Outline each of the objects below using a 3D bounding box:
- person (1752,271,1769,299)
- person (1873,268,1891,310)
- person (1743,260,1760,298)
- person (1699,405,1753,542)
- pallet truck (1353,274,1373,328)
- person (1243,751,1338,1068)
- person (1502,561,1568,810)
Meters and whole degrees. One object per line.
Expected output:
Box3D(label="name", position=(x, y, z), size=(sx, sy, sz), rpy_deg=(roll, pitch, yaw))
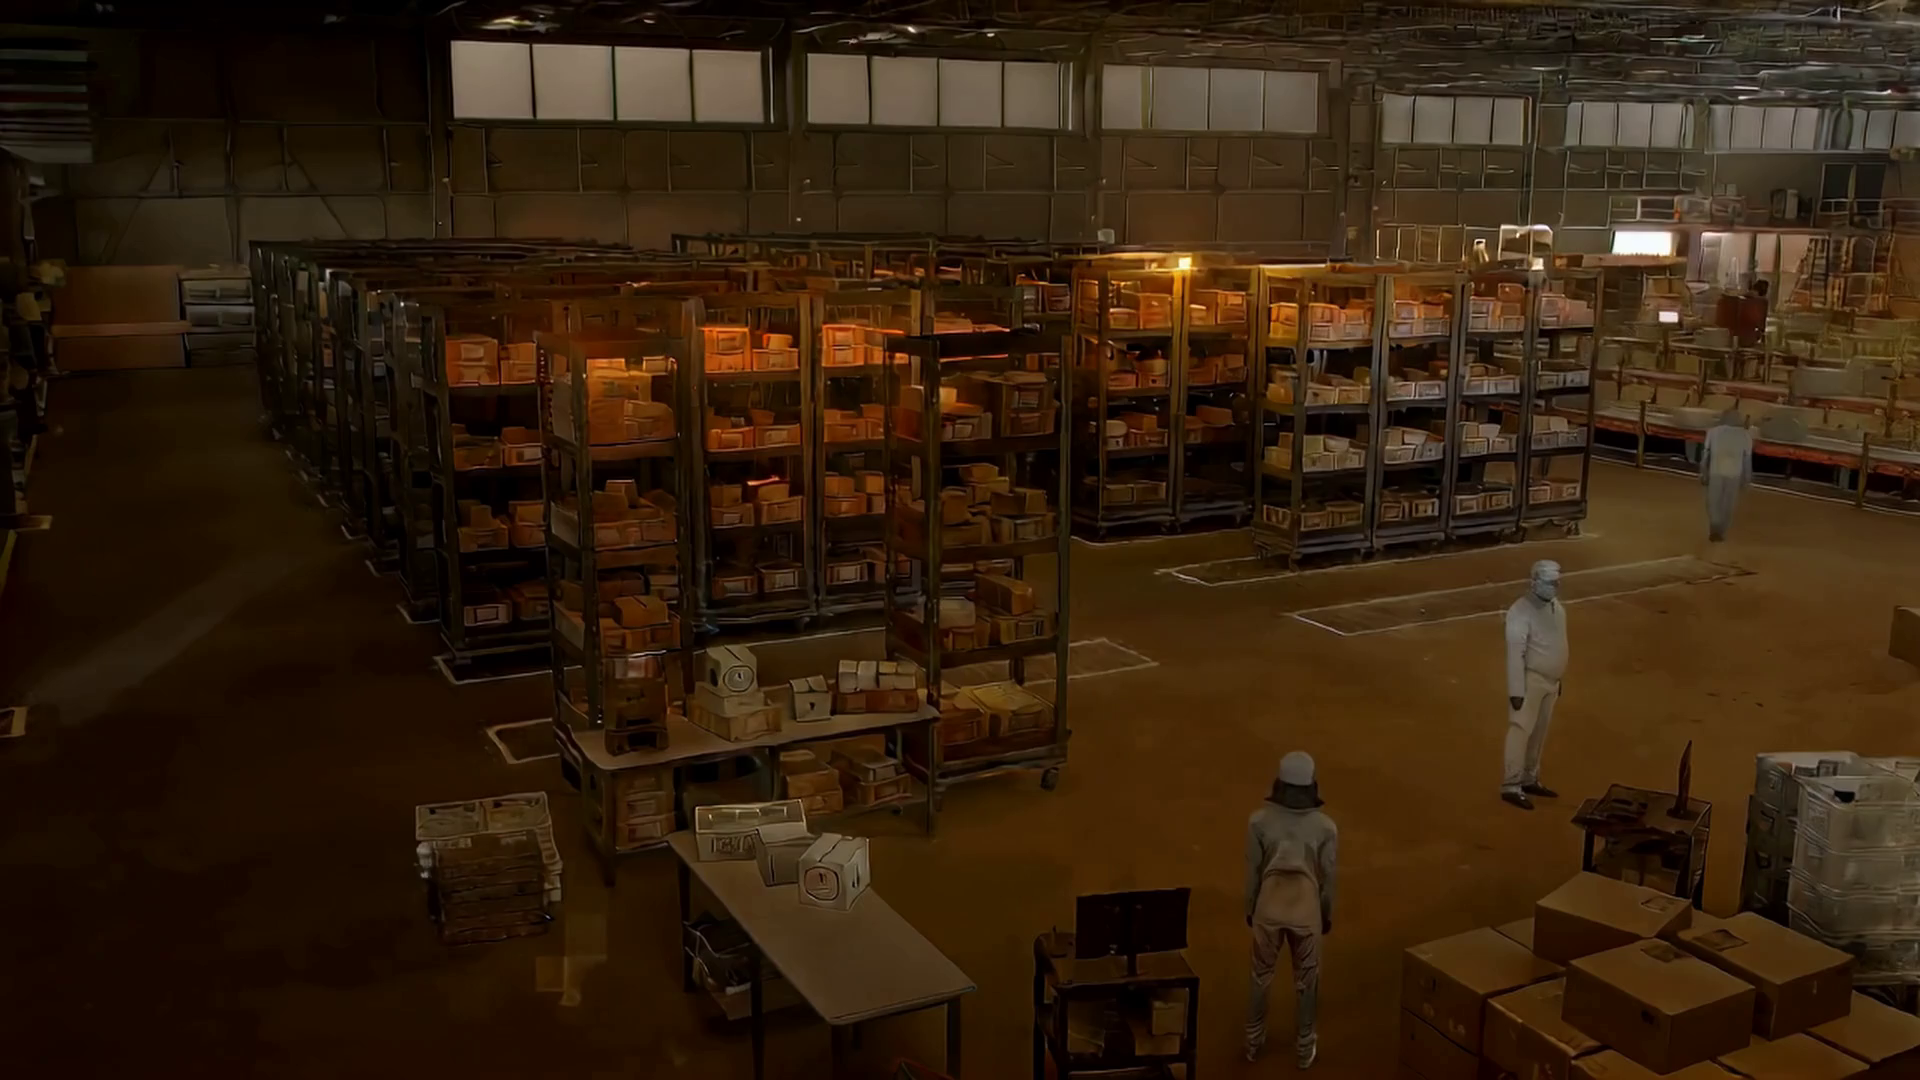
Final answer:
Box3D(label="person", position=(26.721, -8.048, 55.589), size=(0.546, 1.857, 0.617), rpy_deg=(4, 13, 19))
Box3D(label="person", position=(33.115, -8.897, 59.770), size=(0.524, 1.761, 0.333), rpy_deg=(7, 14, 31))
Box3D(label="person", position=(30.587, -9.891, 64.231), size=(0.591, 1.847, 0.969), rpy_deg=(-4, 13, -18))
Box3D(label="person", position=(10.143, -0.872, 22.052), size=(0.606, 1.830, 0.429), rpy_deg=(4, 13, 17))
Box3D(label="pallet truck", position=(13.011, -8.050, 55.243), size=(0.823, 1.965, 1.885), rpy_deg=(-7, 14, -28))
Box3D(label="person", position=(1.771, 1.978, 8.963), size=(0.485, 1.735, 0.346), rpy_deg=(3, 12, 12))
Box3D(label="person", position=(4.419, 1.089, 12.712), size=(0.655, 1.906, 0.407), rpy_deg=(-11, 16, -42))
